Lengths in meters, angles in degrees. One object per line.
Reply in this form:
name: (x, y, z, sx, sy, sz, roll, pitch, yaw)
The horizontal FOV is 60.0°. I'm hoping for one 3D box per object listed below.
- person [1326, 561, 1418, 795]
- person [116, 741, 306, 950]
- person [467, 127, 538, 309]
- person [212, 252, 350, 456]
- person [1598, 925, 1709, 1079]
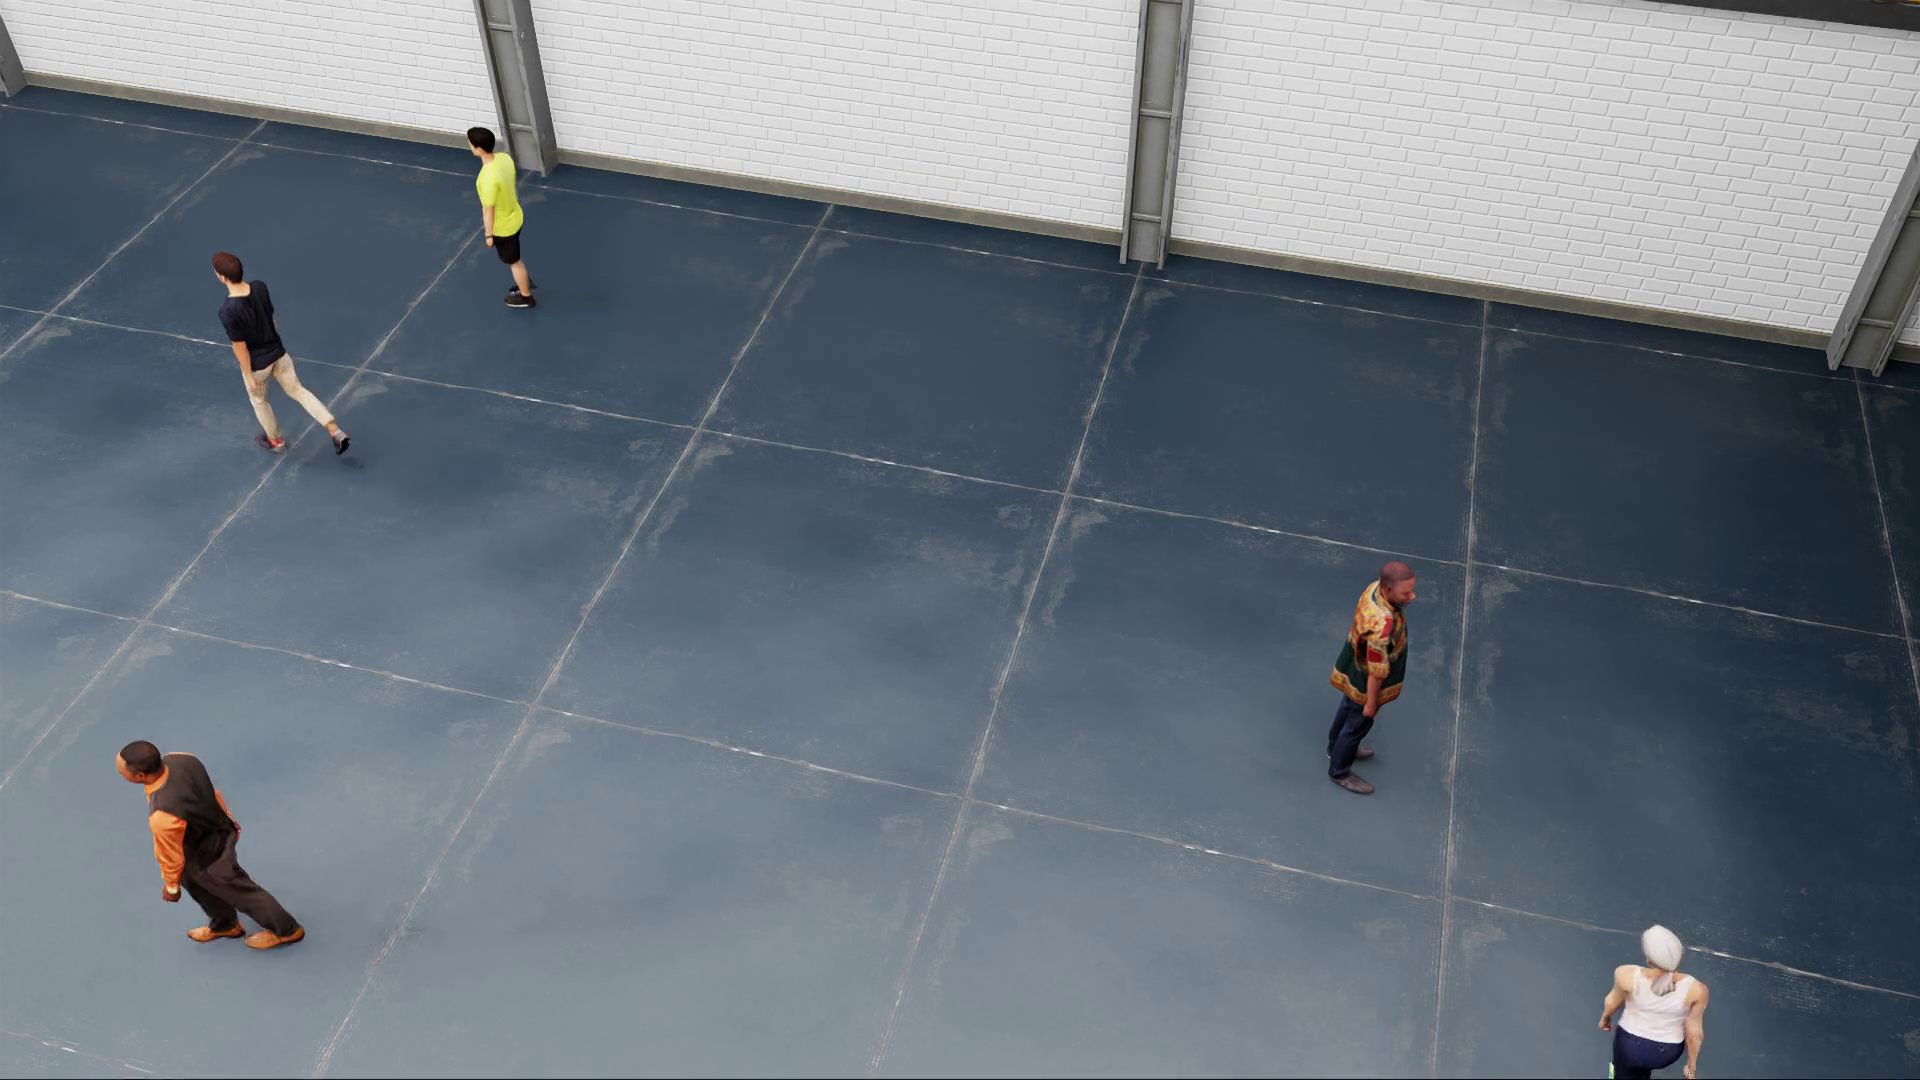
person: (2.498, 0.813, 10.163, 0.640, 1.805, 0.684, 9, 44, 9)
person: (-4.037, 1.707, 9.168, 1.028, 1.883, 0.916, -9, 44, -9)
person: (-3.736, -2.687, 13.911, 0.667, 1.702, 0.693, 5, 44, 5)
person: (-5.109, -1.336, 12.397, 1.148, 1.835, 0.794, 19, 47, 19)
person: (3.452, 2.621, 8.374, 0.807, 1.655, 0.732, 19, 47, 19)
